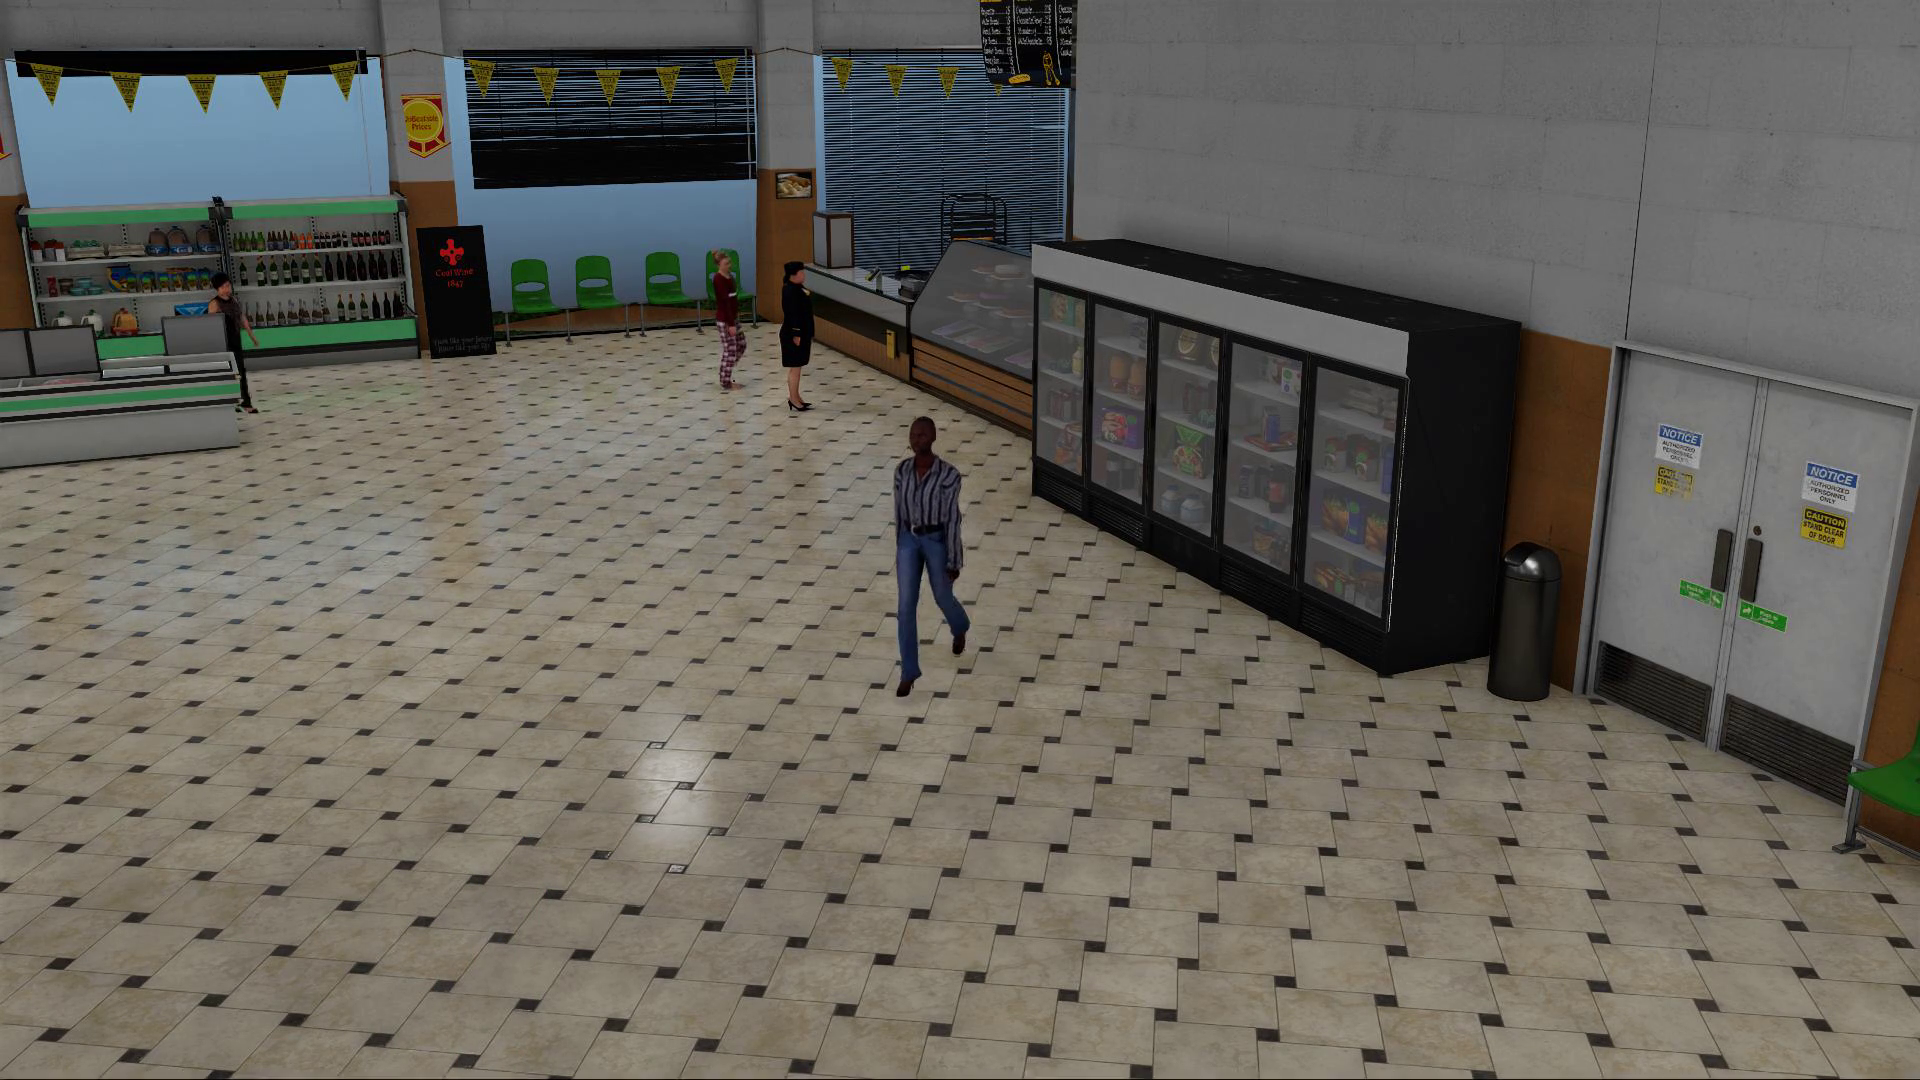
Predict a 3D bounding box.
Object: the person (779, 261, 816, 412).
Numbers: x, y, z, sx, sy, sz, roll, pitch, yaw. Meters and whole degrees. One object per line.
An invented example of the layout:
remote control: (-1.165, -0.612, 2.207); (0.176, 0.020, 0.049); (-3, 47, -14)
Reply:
person: (-1.844, -2.299, 18.714); (0.798, 1.671, 0.802); (1, 17, 3)

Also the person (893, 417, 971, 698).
person: (-0.173, 0.080, 10.732); (1.129, 1.757, 1.200); (6, 18, 19)

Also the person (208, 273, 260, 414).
person: (-8.188, -2.167, 18.441); (0.887, 1.577, 0.811); (1, 17, 4)

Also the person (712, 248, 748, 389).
person: (-2.776, -2.635, 19.809); (0.821, 1.678, 0.809); (-2, 17, -5)
